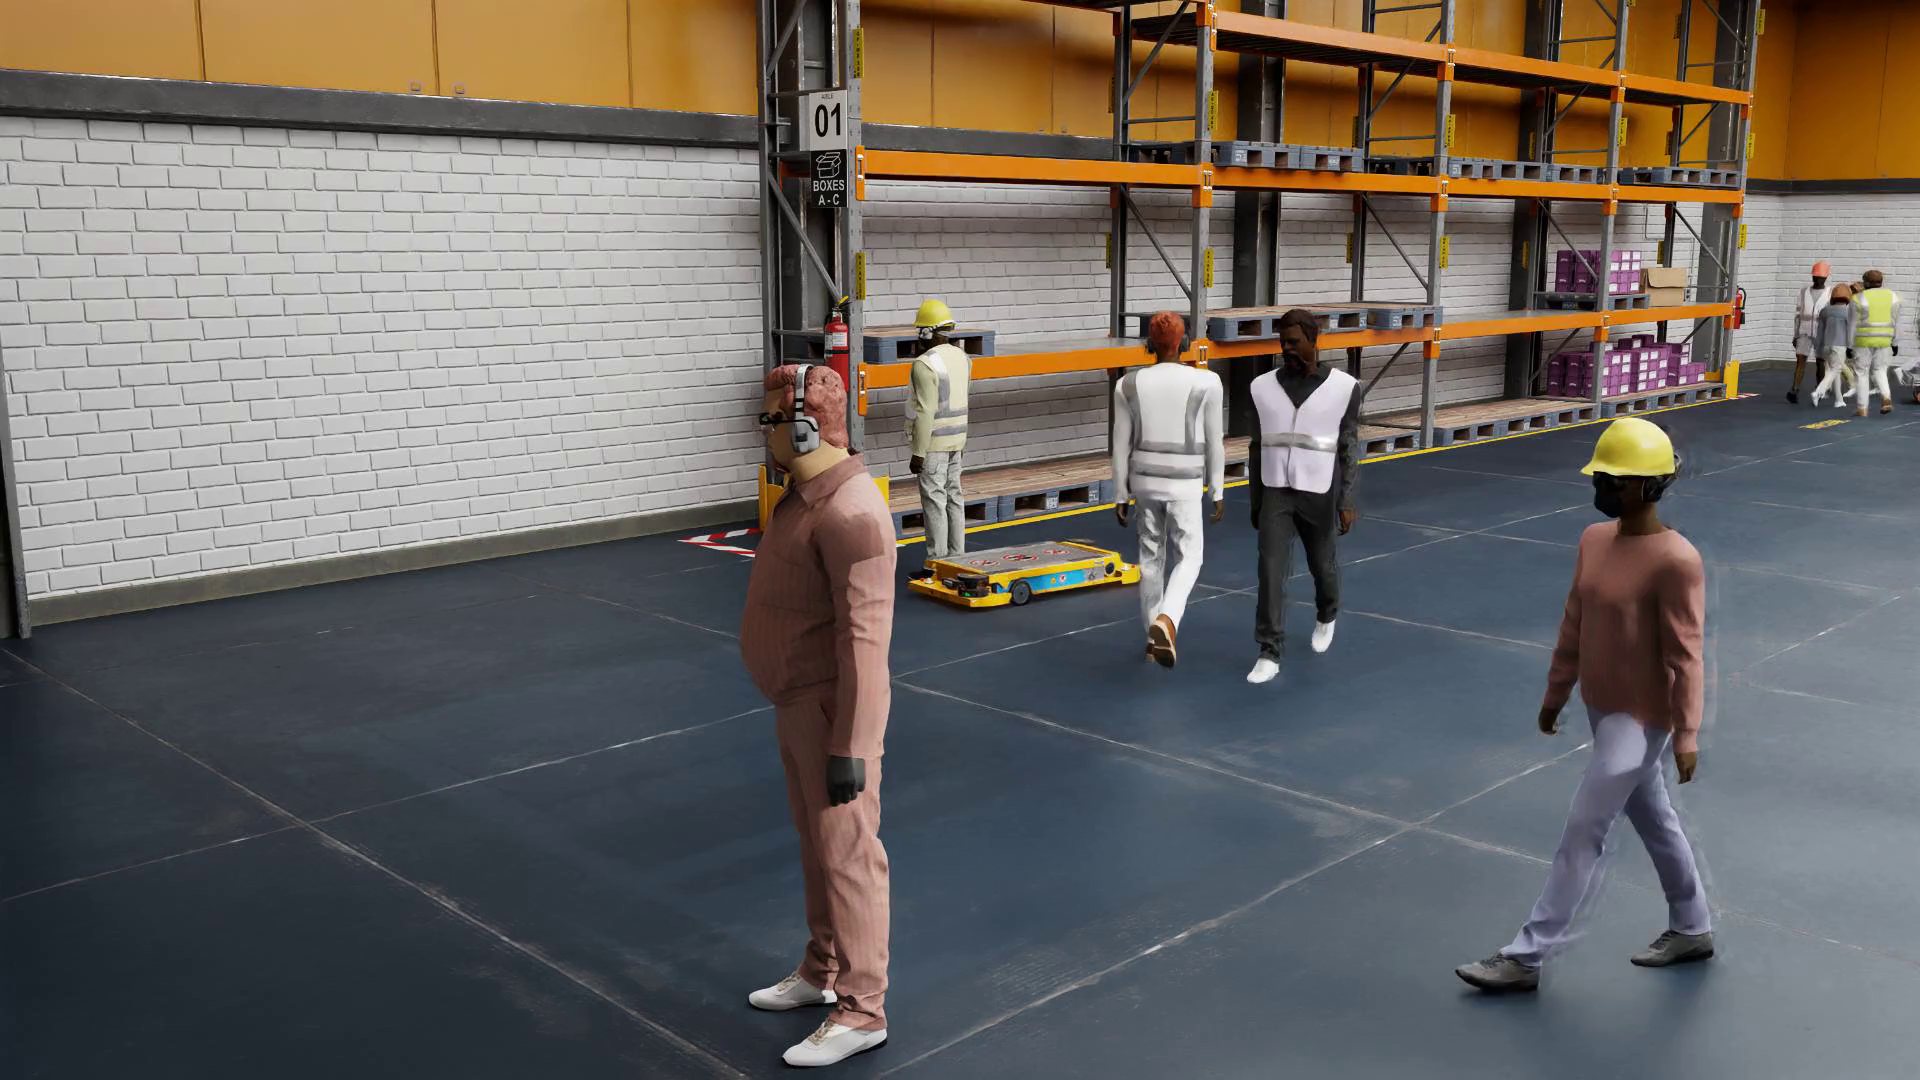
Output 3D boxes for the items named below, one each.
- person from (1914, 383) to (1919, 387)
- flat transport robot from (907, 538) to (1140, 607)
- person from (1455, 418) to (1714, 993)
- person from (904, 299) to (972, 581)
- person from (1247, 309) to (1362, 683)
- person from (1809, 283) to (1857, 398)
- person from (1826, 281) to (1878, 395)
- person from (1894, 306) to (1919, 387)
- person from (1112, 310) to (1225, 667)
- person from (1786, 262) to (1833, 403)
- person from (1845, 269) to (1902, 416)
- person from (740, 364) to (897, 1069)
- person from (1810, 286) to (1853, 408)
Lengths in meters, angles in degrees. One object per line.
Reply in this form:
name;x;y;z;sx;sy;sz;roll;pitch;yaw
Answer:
person;13.999;-2.920;23.281;0.989;1.805;0.561;3;11;15
flat transport robot;0.436;0.194;10.516;1.431;0.197;0.652;-8;13;-36
person;1.938;0.492;4.934;0.899;1.713;0.541;-2;11;-9
person;-0.156;-0.629;10.745;0.404;1.830;0.599;6;12;28
person;1.776;-0.254;8.599;0.590;1.880;0.939;5;11;24
person;12.158;-2.747;22.973;0.825;1.605;0.492;0;10;-3
person;12.701;-2.851;23.508;0.830;1.594;0.504;3;11;14
person;13.946;-3.080;24.082;0.638;1.844;0.561;1;10;3
person;1.049;-0.244;8.564;0.580;1.861;0.686;4;11;20
person;11.422;-2.762;22.244;0.554;1.877;1.014;9;14;40
person;11.255;-2.419;20.534;0.641;1.823;0.504;1;10;6
person;-0.393;0.474;4.539;0.400;1.905;0.643;-3;11;-17
person;11.335;-2.506;21.629;0.756;1.600;0.527;-5;12;-27
